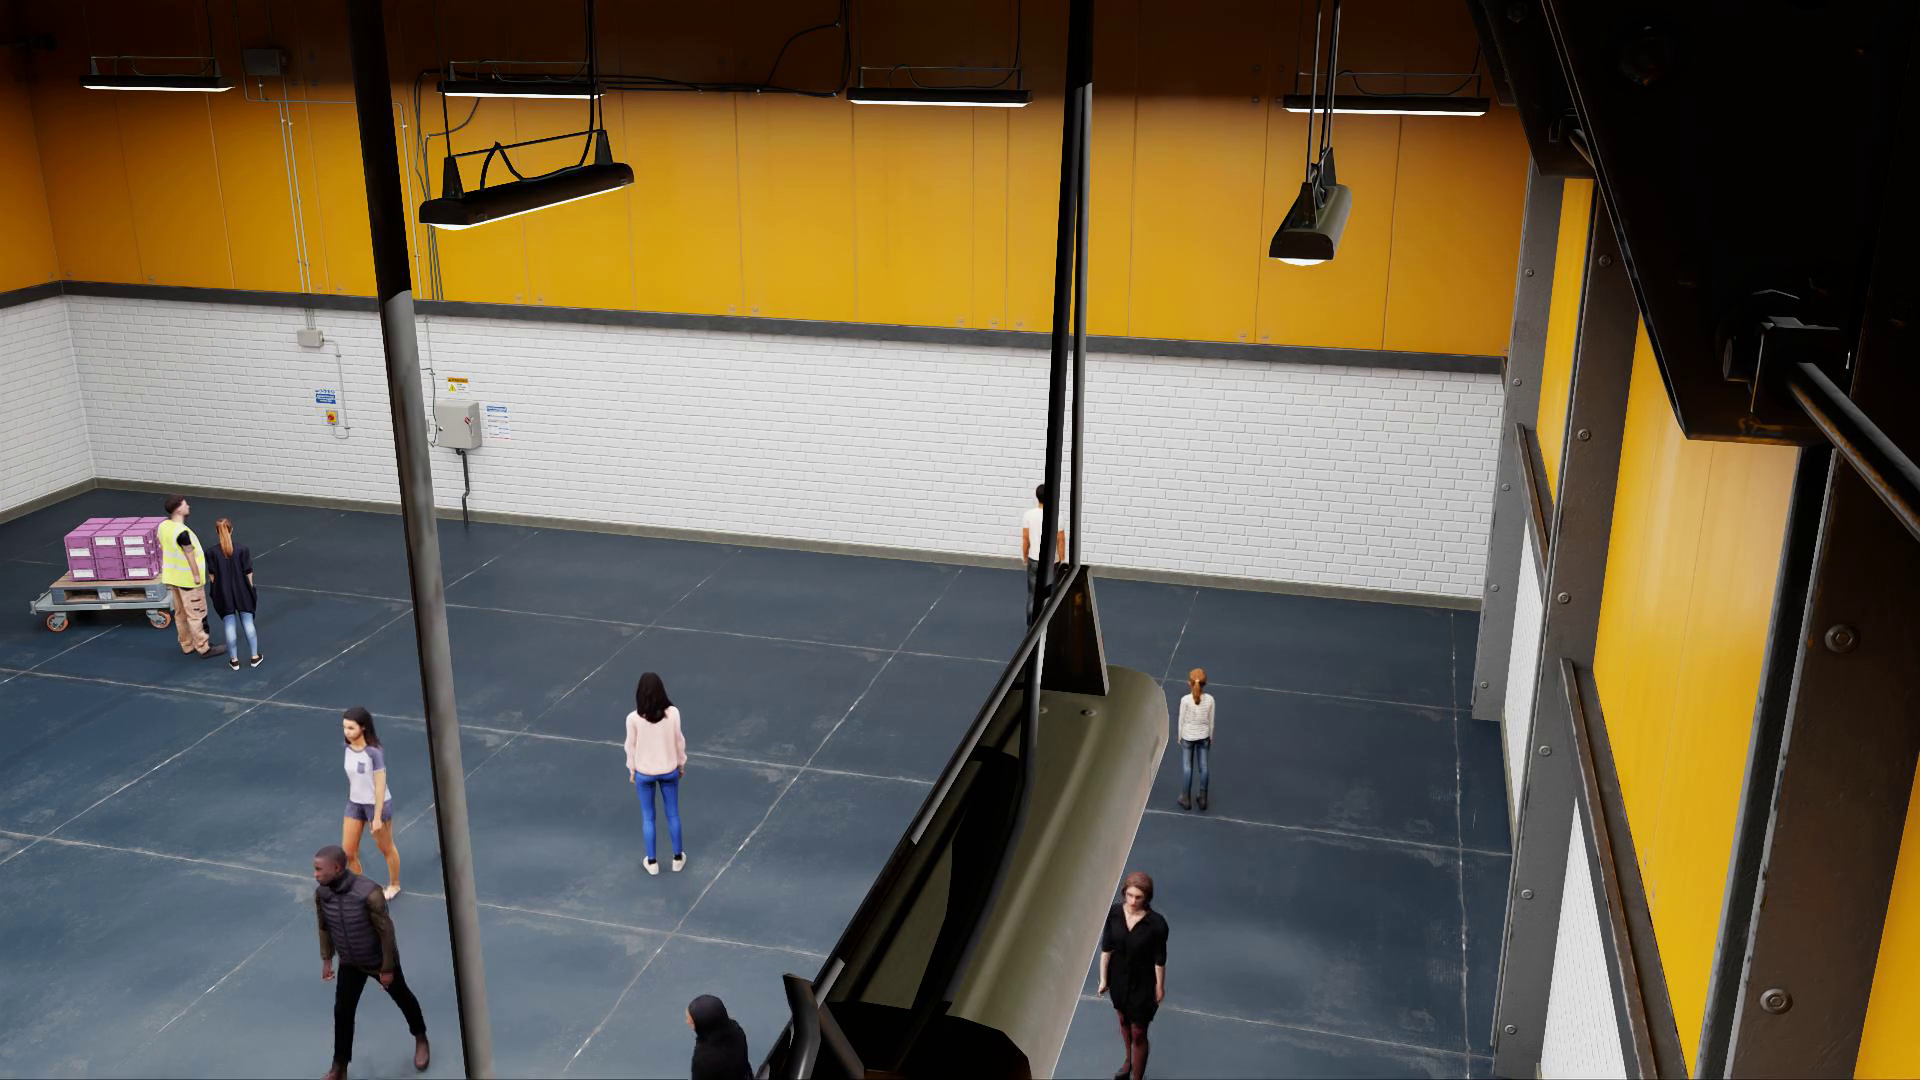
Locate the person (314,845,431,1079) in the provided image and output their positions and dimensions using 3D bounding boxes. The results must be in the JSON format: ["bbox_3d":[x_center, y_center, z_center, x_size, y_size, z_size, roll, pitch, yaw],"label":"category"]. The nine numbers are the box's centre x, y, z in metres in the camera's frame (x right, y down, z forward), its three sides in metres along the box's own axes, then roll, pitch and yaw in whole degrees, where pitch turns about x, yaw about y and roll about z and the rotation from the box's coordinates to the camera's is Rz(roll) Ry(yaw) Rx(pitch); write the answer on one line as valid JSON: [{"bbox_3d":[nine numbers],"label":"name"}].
[{"bbox_3d":[-3.912,2.797,11.129,0.752,1.783,0.983,3,19,8],"label":"person"}]

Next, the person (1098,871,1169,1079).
[{"bbox_3d":[1.146,2.895,10.992,0.699,1.685,0.806,13,22,33],"label":"person"}]

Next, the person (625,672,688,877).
[{"bbox_3d":[-2.506,1.926,13.741,0.730,1.768,0.719,-4,19,-13],"label":"person"}]

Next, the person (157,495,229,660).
[{"bbox_3d":[-8.449,0.390,18.176,0.798,1.847,0.827,12,22,32],"label":"person"}]

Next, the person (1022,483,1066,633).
[{"bbox_3d":[0.934,0.232,18.717,0.634,1.803,0.520,4,19,12],"label":"person"}]

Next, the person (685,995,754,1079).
[{"bbox_3d":[-1.329,3.339,9.789,0.796,1.612,0.733,12,22,32],"label":"person"}]

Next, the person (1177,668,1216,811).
[{"bbox_3d":[2.111,1.779,14.889,0.516,1.312,0.536,-1,19,-3],"label":"person"}]

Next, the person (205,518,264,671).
[{"bbox_3d":[-7.827,0.568,17.905,0.722,1.683,0.747,-7,20,-19],"label":"person"}]

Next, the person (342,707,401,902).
[{"bbox_3d":[-4.650,2.105,13.292,0.631,1.714,0.773,7,20,20],"label":"person"}]
